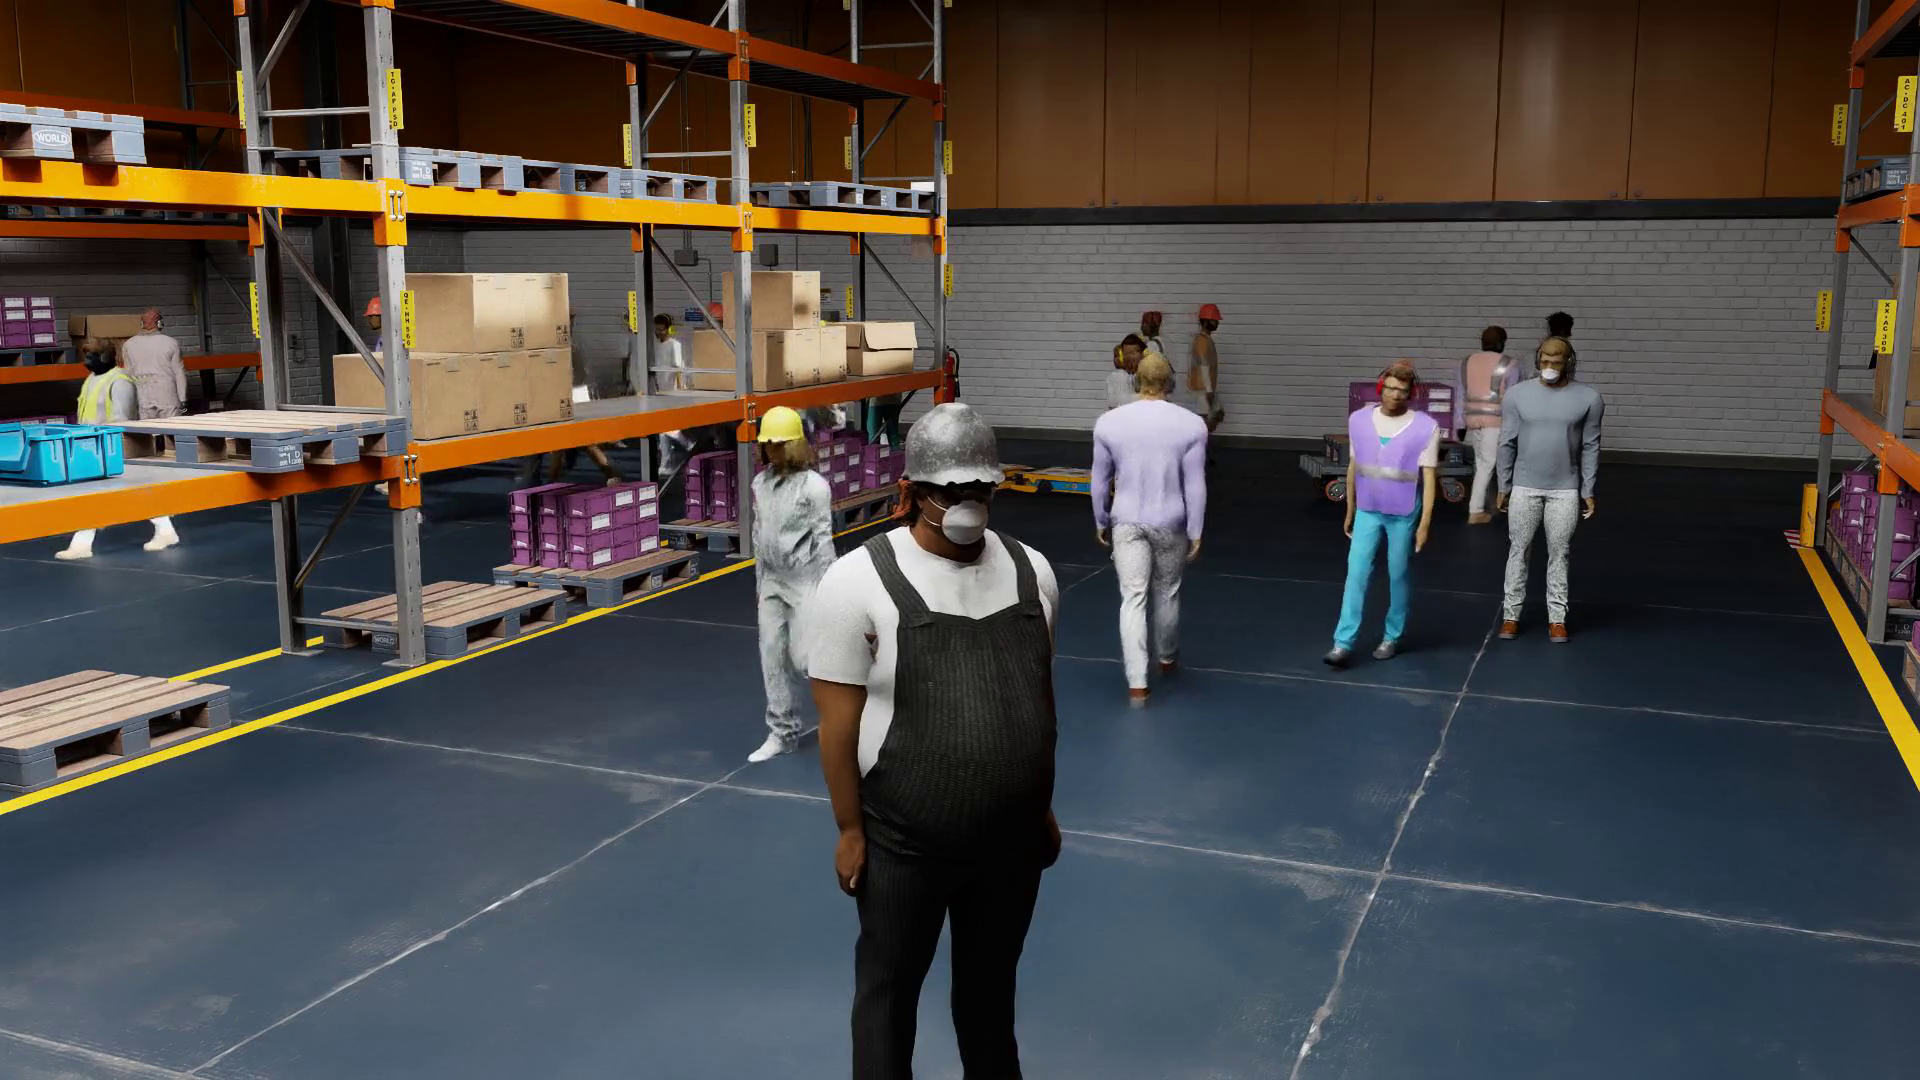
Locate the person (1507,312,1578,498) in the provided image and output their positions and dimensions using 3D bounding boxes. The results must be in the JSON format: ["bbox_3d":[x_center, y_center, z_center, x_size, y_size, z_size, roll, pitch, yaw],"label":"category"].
[{"bbox_3d":[5.729,-1.277,16.335,0.614,1.933,0.917,-2,10,-14],"label":"person"}]

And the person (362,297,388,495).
[{"bbox_3d":[-5.939,-1.486,17.240,0.396,2.042,0.611,-5,11,-27],"label":"person"}]

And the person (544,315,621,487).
[{"bbox_3d":[-3.814,-1.313,16.437,1.035,1.974,0.627,0,9,2],"label":"person"}]

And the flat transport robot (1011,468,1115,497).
[{"bbox_3d":[1.309,-0.592,17.179,1.431,0.197,0.652,6,11,32],"label":"flat transport robot"}]

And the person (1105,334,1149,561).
[{"bbox_3d":[1.440,-0.779,13.642,0.538,1.827,0.969,3,10,16],"label":"person"}]

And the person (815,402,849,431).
[{"bbox_3d":[-1.547,-1.604,19.200,0.526,1.623,0.471,5,10,26],"label":"person"}]

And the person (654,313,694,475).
[{"bbox_3d":[-3.218,-1.626,18.687,0.516,1.847,0.589,-7,12,-36],"label":"person"}]

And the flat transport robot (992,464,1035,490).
[{"bbox_3d":[0.082,-0.719,17.948,1.431,0.197,0.652,8,12,39],"label":"flat transport robot"}]

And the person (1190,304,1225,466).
[{"bbox_3d":[2.916,-1.820,19.626,0.429,1.918,0.556,3,10,18],"label":"person"}]

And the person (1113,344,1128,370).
[{"bbox_3d":[1.776,-1.189,16.797,0.796,1.599,0.494,5,10,26],"label":"person"}]

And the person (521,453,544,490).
[{"bbox_3d":[-3.937,-1.102,15.421,0.623,1.876,0.851,3,10,20],"label":"person"}]

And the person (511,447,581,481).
[{"bbox_3d":[-4.646,-1.603,18.453,0.555,1.893,0.801,8,13,41],"label":"person"}]

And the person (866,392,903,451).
[{"bbox_3d":[-0.850,-1.428,17.761,0.533,1.759,0.343,-7,12,-36],"label":"person"}]

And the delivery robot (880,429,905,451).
[{"bbox_3d":[-0.837,-1.000,18.508,0.707,0.478,0.477,8,12,40],"label":"delivery robot"}]

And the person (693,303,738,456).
[{"bbox_3d":[-2.607,-1.540,17.795,0.624,1.975,0.710,3,10,19],"label":"person"}]

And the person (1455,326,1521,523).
[{"bbox_3d":[4.987,-1.071,15.435,0.820,1.806,0.646,-7,11,-35],"label":"person"}]

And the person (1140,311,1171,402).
[{"bbox_3d":[2.150,-1.601,18.473,0.398,1.872,0.627,4,10,25],"label":"person"}]

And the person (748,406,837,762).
[{"bbox_3d":[-0.738,0.203,7.995,0.482,1.726,0.597,8,13,41],"label":"person"}]

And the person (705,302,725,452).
[{"bbox_3d":[-2.972,-1.994,20.716,0.577,1.919,0.544,7,12,36],"label":"person"}]

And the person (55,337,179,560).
[{"bbox_3d":[-6.911,-0.761,13.604,0.639,1.801,0.944,7,12,37],"label":"person"}]

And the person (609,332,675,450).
[{"bbox_3d":[-4.174,-2.060,21.448,0.999,1.814,0.527,3,10,17],"label":"person"}]

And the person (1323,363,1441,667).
[{"bbox_3d":[2.466,-0.126,9.722,0.594,1.795,0.927,6,11,34],"label":"person"}]

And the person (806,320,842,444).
[{"bbox_3d":[-1.566,-1.682,19.324,0.549,1.731,0.534,3,10,19],"label":"person"}]

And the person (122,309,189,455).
[{"bbox_3d":[-8.671,-1.545,18.012,0.643,1.908,0.411,0,9,-3],"label":"person"}]

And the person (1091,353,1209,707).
[{"bbox_3d":[1.048,-0.085,9.202,0.646,1.885,1.003,2,10,11],"label":"person"}]

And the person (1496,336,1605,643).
[{"bbox_3d":[3.696,-0.316,10.483,0.627,1.934,0.370,3,10,18],"label":"person"}]

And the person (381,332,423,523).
[{"bbox_3d":[-5.088,-1.013,15.021,0.503,1.826,0.569,6,11,32],"label":"person"}]
